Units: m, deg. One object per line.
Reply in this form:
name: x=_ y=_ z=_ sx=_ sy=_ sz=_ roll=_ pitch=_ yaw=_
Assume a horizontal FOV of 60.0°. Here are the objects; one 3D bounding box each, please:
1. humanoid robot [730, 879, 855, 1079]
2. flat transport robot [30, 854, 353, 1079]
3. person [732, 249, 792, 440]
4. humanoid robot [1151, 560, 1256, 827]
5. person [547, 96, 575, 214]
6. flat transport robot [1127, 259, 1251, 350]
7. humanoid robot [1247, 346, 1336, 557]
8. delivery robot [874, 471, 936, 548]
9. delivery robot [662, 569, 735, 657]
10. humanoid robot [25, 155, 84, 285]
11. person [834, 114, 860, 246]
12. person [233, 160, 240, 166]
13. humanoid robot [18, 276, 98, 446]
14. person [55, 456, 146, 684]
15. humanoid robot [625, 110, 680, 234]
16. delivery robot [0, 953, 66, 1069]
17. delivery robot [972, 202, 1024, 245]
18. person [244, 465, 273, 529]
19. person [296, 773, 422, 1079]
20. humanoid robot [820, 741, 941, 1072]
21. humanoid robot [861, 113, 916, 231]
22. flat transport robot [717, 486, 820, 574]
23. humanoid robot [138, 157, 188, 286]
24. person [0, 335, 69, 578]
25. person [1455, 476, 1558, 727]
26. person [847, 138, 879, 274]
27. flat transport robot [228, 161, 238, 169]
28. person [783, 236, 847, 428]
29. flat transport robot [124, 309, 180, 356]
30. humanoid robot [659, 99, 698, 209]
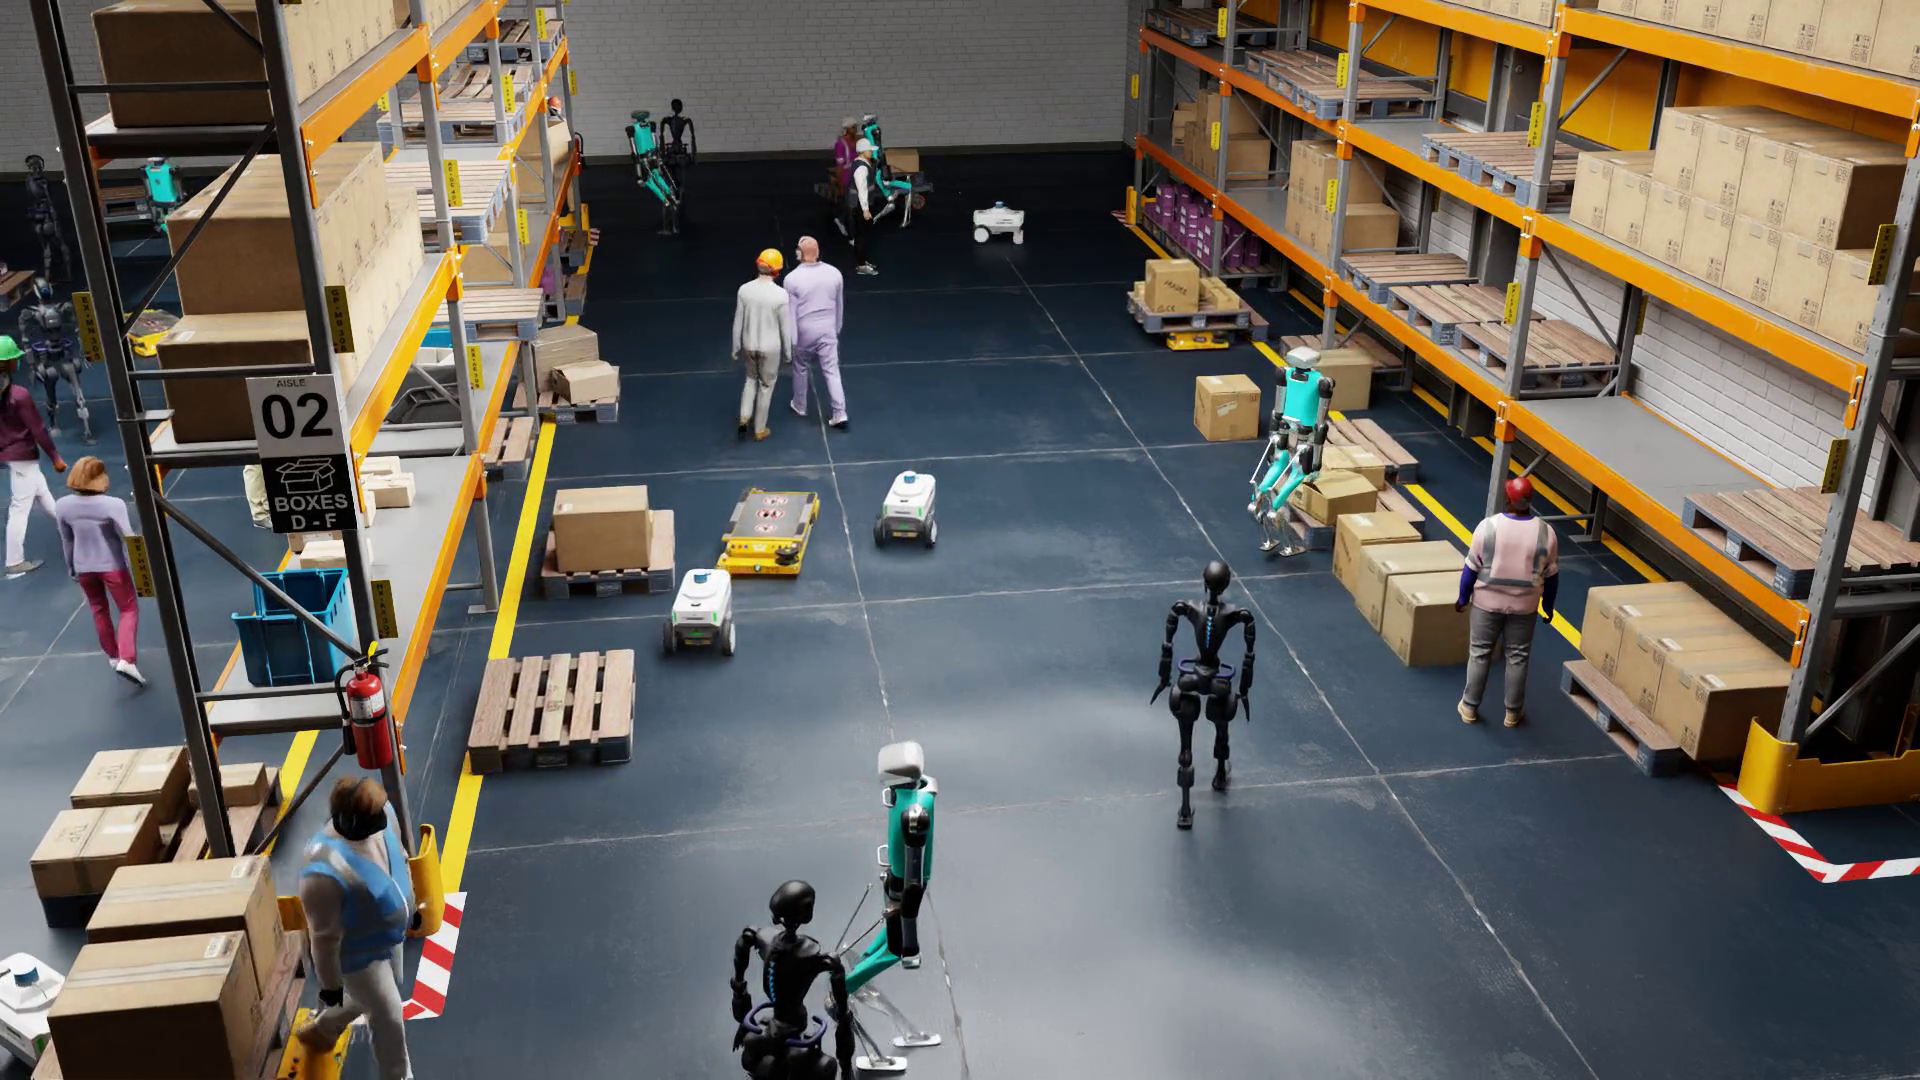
humanoid robot: x=-0.704 y=2.129 z=7.072 sx=0.610 sy=1.653 sz=0.388 roll=10 pitch=26 yaw=22
flat transport robot: x=-3.697 y=2.530 z=7.914 sx=1.431 sy=0.231 sz=0.659 roll=-4 pitch=24 yaw=-8
person: x=-1.894 y=-1.862 z=15.944 sx=0.595 sy=1.857 sz=0.480 roll=7 pitch=25 yaw=15
humanoid robot: x=1.456 y=0.861 z=10.000 sx=0.603 sy=1.632 sz=0.729 roll=5 pitch=24 yaw=12
person: x=-6.008 y=-5.754 z=24.936 sx=0.562 sy=1.752 sz=0.325 roll=2 pitch=24 yaw=4
flat transport robot: x=2.614 y=-2.500 z=19.373 sx=0.659 sy=0.231 sz=1.431 roll=-3 pitch=24 yaw=-7
humanoid robot: x=2.539 y=-0.657 z=13.183 sx=0.735 sy=1.677 sz=0.533 roll=-20 pitch=31 yaw=-38
delivery robot: x=-0.425 y=-0.271 z=13.947 sx=0.499 sy=0.601 sz=0.788 roll=3 pitch=24 yaw=8
delivery robot: x=-1.886 y=0.518 z=12.166 sx=0.499 sy=0.614 sz=0.815 roll=0 pitch=24 yaw=0
humanoid robot: x=-11.658 y=-4.079 z=21.234 sx=0.589 sy=1.647 sz=0.530 roll=18 pitch=30 yaw=35
person: x=-1.563 y=-5.014 z=23.151 sx=0.544 sy=1.832 sz=0.531 roll=16 pitch=29 yaw=33
person: x=-8.174 y=-3.612 z=19.880 sx=0.722 sy=1.897 sz=0.664 roll=-15 pitch=28 yaw=-31
humanoid robot: x=-8.655 y=-1.728 z=15.924 sx=0.766 sy=1.638 sz=0.595 roll=21 pitch=31 yaw=39
person: x=-5.943 y=0.222 z=11.510 sx=0.517 sy=1.609 sz=0.610 roll=-3 pitch=24 yaw=-6
humanoid robot: x=-4.302 y=-5.193 z=23.727 sx=0.809 sy=1.790 sz=0.533 roll=16 pitch=28 yaw=32
delivery robot: x=-4.480 y=2.309 z=8.062 sx=0.791 sy=0.595 sz=0.499 roll=15 pitch=28 yaw=31
delivery robot: x=0.530 y=-4.475 z=23.534 sx=0.808 sy=0.607 sz=0.499 roll=2 pitch=24 yaw=4
person: x=-5.919 y=-0.962 z=14.033 sx=0.335 sy=1.742 sz=0.562 roll=1 pitch=24 yaw=2
person: x=-2.800 y=1.825 z=7.618 sx=0.734 sy=1.810 sz=0.658 roll=3 pitch=24 yaw=7
humanoid robot: x=-0.433 y=1.777 z=7.792 sx=0.666 sy=1.796 sz=0.539 roll=-2 pitch=24 yaw=-5
humanoid robot: x=-0.970 y=-5.244 z=23.830 sx=0.962 sy=1.755 sz=0.530 roll=-9 pitch=25 yaw=-20
flat transport robot: x=-1.582 y=-0.086 z=13.873 sx=0.659 sy=0.231 sz=1.431 roll=1 pitch=24 yaw=2
humanoid robot: x=-10.020 y=-4.197 z=21.453 sx=0.548 sy=1.763 sz=0.985 roll=2 pitch=24 yaw=4
person: x=-7.409 y=-0.718 z=13.276 sx=0.524 sy=1.895 sz=0.997 roll=11 pitch=26 yaw=23
person: x=3.576 y=0.404 z=10.909 sx=0.625 sy=1.752 sz=0.420 roll=5 pitch=24 yaw=12
person: x=-1.260 y=-4.379 z=21.797 sx=0.433 sy=1.757 sz=0.771 roll=-2 pitch=24 yaw=-6
flat transport robot: x=-9.915 y=-4.880 z=24.795 sx=1.431 sy=0.231 sz=0.659 roll=7 pitch=25 yaw=16
person: x=-1.423 y=-2.044 z=16.355 sx=0.647 sy=1.863 sz=0.928 roll=-11 pitch=26 yaw=-23
flat transport robot: x=-9.329 y=-2.399 z=19.143 sx=0.659 sy=0.231 sz=1.431 roll=-22 pitch=32 yaw=-40
humanoid robot: x=-4.325 y=-5.913 z=25.464 sx=0.610 sy=1.623 sz=0.785 roll=3 pitch=24 yaw=6
